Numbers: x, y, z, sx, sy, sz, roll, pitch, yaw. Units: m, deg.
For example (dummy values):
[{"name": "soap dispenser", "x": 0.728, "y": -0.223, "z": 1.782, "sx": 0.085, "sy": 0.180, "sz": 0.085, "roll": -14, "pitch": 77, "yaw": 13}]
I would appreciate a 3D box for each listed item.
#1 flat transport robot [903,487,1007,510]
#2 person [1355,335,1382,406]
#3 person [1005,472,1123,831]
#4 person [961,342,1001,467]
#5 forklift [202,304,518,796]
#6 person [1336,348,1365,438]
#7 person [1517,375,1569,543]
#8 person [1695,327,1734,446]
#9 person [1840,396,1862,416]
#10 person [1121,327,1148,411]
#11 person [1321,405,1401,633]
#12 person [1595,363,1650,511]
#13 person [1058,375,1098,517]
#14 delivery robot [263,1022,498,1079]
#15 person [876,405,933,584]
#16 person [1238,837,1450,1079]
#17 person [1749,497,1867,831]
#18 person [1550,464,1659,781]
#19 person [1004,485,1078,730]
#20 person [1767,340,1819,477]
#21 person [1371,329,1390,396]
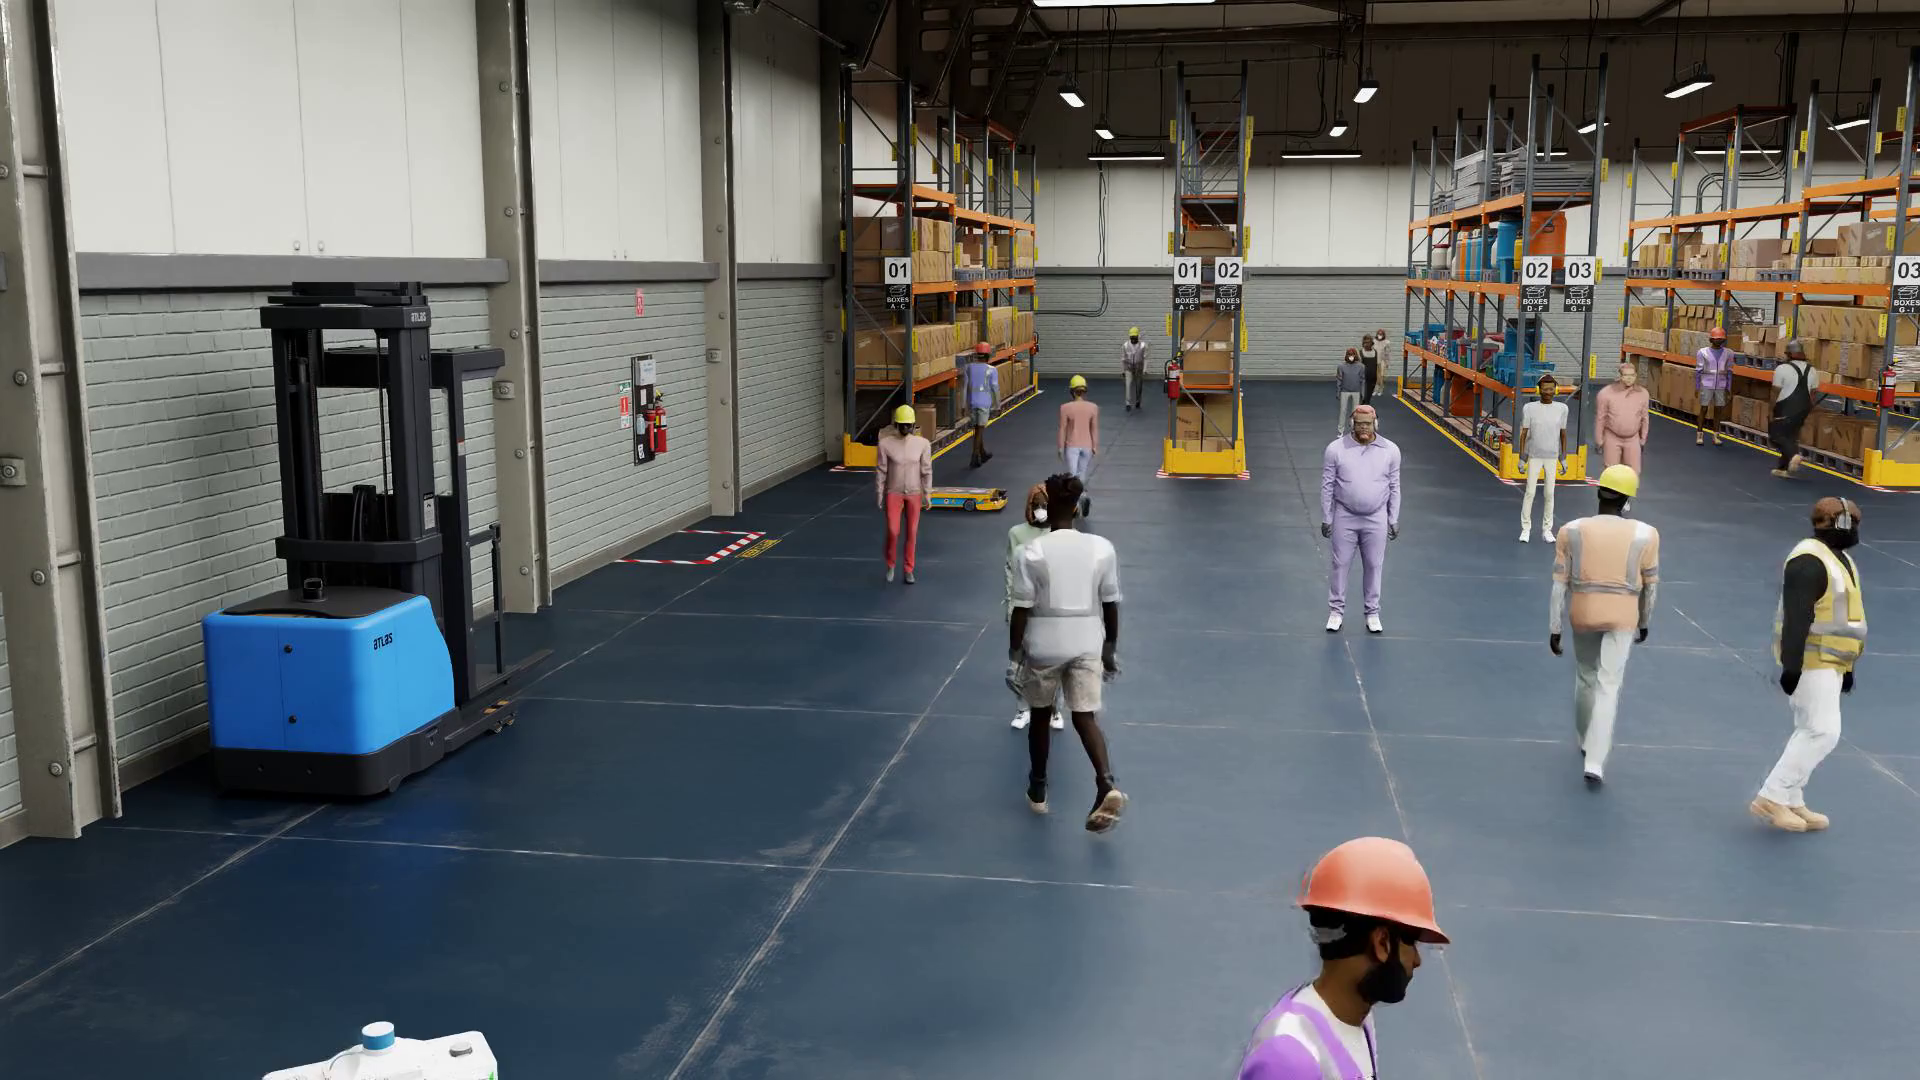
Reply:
[{"name": "flat transport robot", "x": -0.145, "y": -0.540, "z": 21.271, "sx": 1.431, "sy": 0.197, "sz": 0.652, "roll": 1, "pitch": 9, "yaw": 9}, {"name": "person", "x": 7.802, "y": -3.030, "z": 31.855, "sx": 0.495, "sy": 1.783, "sz": 0.984, "roll": -1, "pitch": 9, "yaw": -6}, {"name": "person", "x": 0.582, "y": 0.601, "z": 9.049, "sx": 0.655, "sy": 1.924, "sz": 0.879, "roll": -2, "pitch": 9, "yaw": -13}, {"name": "person", "x": 0.354, "y": -2.095, "z": 25.694, "sx": 0.578, "sy": 1.900, "sz": 0.936, "roll": 5, "pitch": 10, "yaw": 27}, {"name": "forklift", "x": -3.673, "y": -0.038, "z": 10.147, "sx": 1.129, "sy": 2.768, "sz": 1.873, "roll": 1, "pitch": 9, "yaw": 9}, {"name": "person", "x": 7.014, "y": -2.638, "z": 29.884, "sx": 0.508, "sy": 1.632, "sz": 0.265, "roll": 1, "pitch": 9, "yaw": 9}, {"name": "person", "x": 6.479, "y": -0.903, "z": 18.471, "sx": 0.537, "sy": 1.865, "sz": 0.312, "roll": 1, "pitch": 9, "yaw": 9}, {"name": "person", "x": 13.017, "y": -2.651, "z": 28.710, "sx": 0.616, "sy": 2.039, "sz": 0.387, "roll": 1, "pitch": 9, "yaw": 9}, {"name": "person", "x": 18.469, "y": -3.449, "z": 34.386, "sx": 0.599, "sy": 1.797, "sz": 0.799, "roll": 2, "pitch": 9, "yaw": 13}, {"name": "person", "x": 3.809, "y": -3.742, "z": 36.213, "sx": 0.595, "sy": 1.797, "sz": 0.880, "roll": 2, "pitch": 9, "yaw": 10}, {"name": "person", "x": 3.340, "y": -0.178, "z": 13.883, "sx": 0.654, "sy": 1.904, "sz": 0.406, "roll": 1, "pitch": 9, "yaw": 9}, {"name": "person", "x": 8.125, "y": -1.235, "z": 20.449, "sx": 0.657, "sy": 1.896, "sz": 0.462, "roll": 1, "pitch": 9, "yaw": 5}, {"name": "person", "x": 1.463, "y": -1.136, "z": 20.293, "sx": 0.528, "sy": 1.746, "sz": 0.713, "roll": -4, "pitch": 10, "yaw": -22}, {"name": "delivery robot", "x": -1.904, "y": 1.833, "z": 5.474, "sx": 0.707, "sy": 0.478, "sz": 0.477, "roll": -5, "pitch": 10, "yaw": -27}, {"name": "person", "x": -0.535, "y": -0.434, "z": 15.965, "sx": 0.534, "sy": 1.742, "sz": 0.474, "roll": -2, "pitch": 9, "yaw": -11}, {"name": "person", "x": 0.724, "y": 1.547, "z": 3.330, "sx": 0.734, "sy": 1.872, "sz": 0.632, "roll": 3, "pitch": 10, "yaw": 20}, {"name": "person", "x": 4.631, "y": 0.674, "z": 8.972, "sx": 0.429, "sy": 1.795, "sz": 0.719, "roll": 8, "pitch": 12, "yaw": 40}, {"name": "person", "x": 3.864, "y": 0.478, "z": 10.013, "sx": 0.583, "sy": 1.862, "sz": 1.064, "roll": 4, "pitch": 10, "yaw": 26}, {"name": "person", "x": 0.544, "y": 0.443, "z": 10.931, "sx": 0.516, "sy": 1.623, "sz": 0.318, "roll": 1, "pitch": 9, "yaw": 8}, {"name": "person", "x": 12.094, "y": -1.892, "z": 24.166, "sx": 0.691, "sy": 2.000, "sz": 0.705, "roll": -2, "pitch": 9, "yaw": -14}, {"name": "person", "x": 10.016, "y": -4.256, "z": 39.935, "sx": 0.543, "sy": 1.603, "sz": 0.706, "roll": 4, "pitch": 10, "yaw": 24}]
